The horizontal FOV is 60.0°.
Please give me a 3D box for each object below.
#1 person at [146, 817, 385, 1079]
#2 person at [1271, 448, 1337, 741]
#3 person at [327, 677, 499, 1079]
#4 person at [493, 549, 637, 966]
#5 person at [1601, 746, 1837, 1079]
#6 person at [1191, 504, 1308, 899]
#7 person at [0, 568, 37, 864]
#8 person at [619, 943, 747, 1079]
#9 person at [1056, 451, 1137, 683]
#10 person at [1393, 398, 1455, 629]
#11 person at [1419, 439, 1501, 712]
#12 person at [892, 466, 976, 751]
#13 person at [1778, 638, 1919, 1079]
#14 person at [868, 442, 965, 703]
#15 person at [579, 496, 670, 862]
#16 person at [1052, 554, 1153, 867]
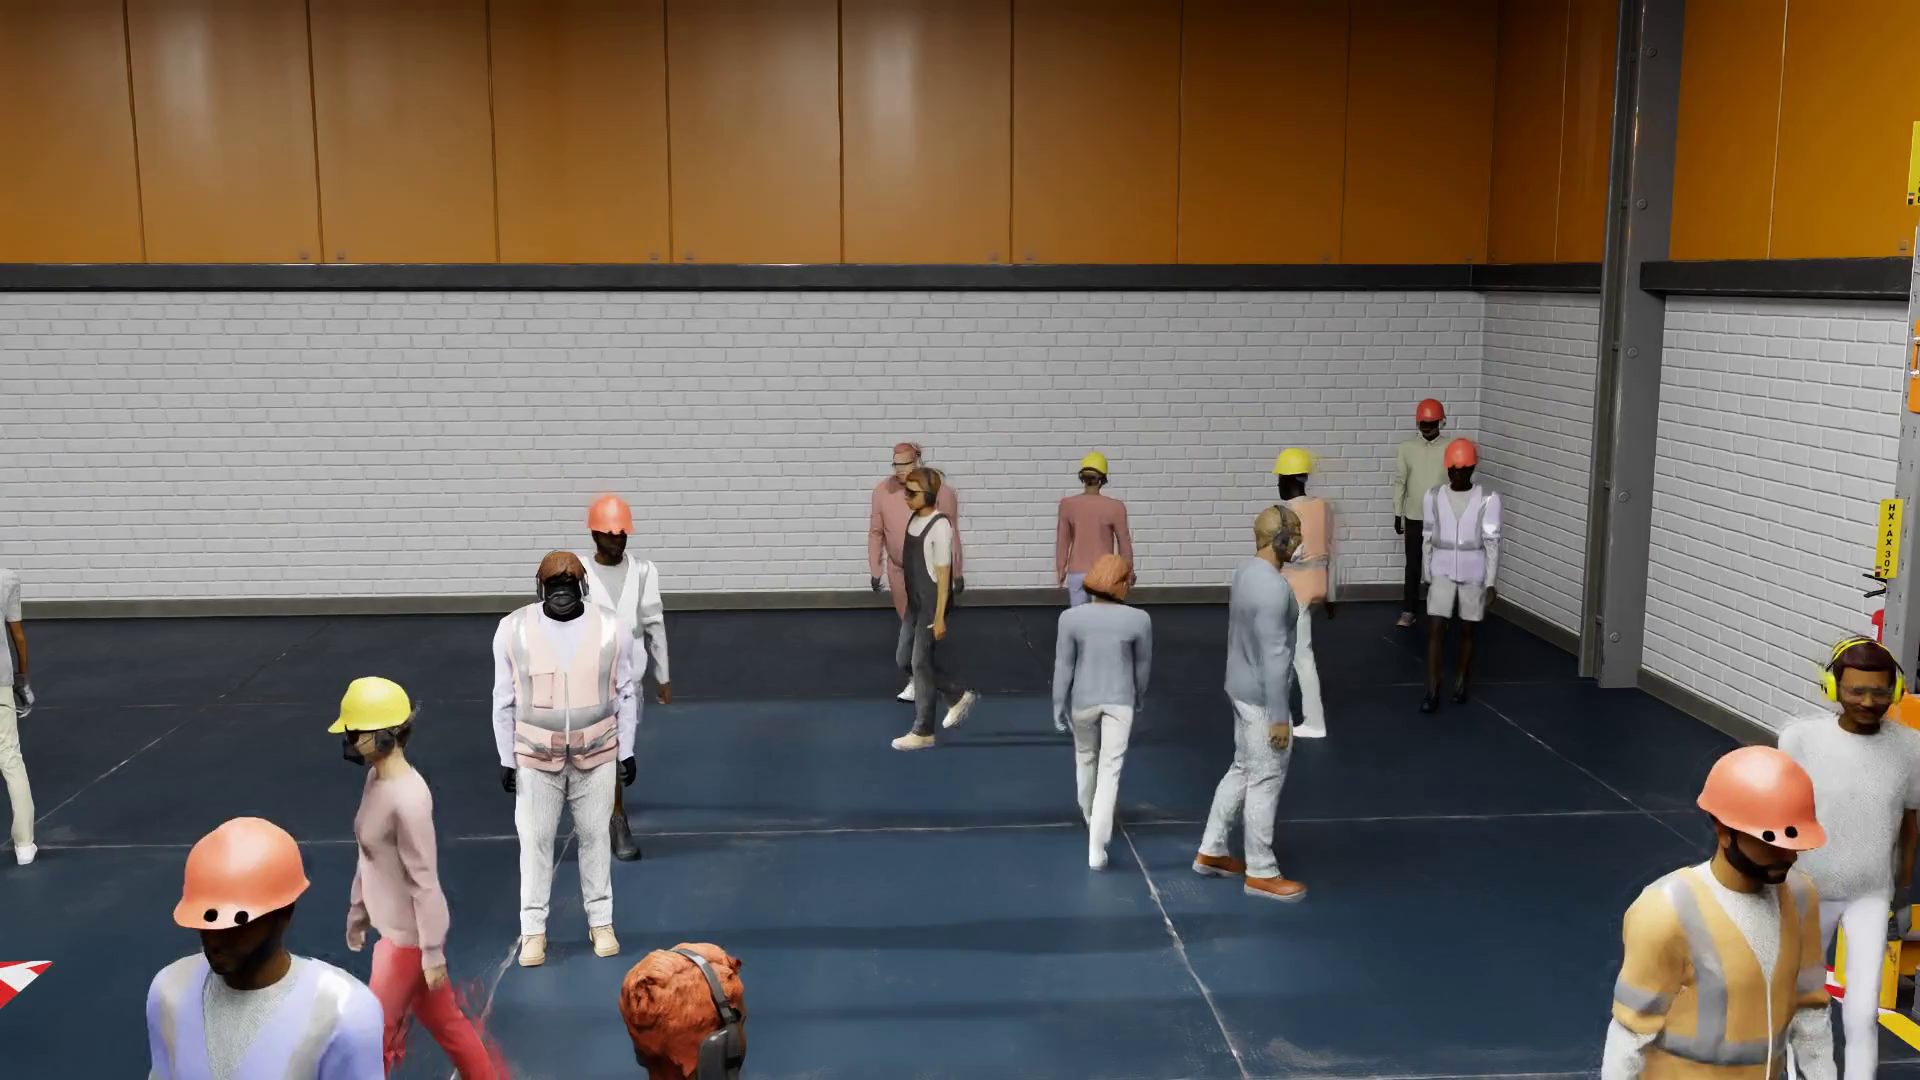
[{"bbox_3d":[-1.501,1.500,3.748,0.537,1.908,0.948,2,9,15],"label":"person"},{"bbox_3d":[2.153,0.340,11.009,0.610,1.892,0.852,-8,12,-40],"label":"person"},{"bbox_3d":[-1.914,1.299,5.565,0.834,1.721,0.535,-5,10,-27],"label":"person"},{"bbox_3d":[-1.739,0.951,7.367,0.622,1.845,0.430,-3,9,-16],"label":"person"},{"bbox_3d":[1.897,1.426,4.146,0.559,1.915,0.458,-5,10,-27],"label":"person"},{"bbox_3d":[1.431,0.792,8.142,0.526,1.921,0.666,0,9,-1],"label":"person"},{"bbox_3d":[-4.998,0.768,8.451,0.518,1.865,0.327,-8,12,-42],"label":"person"},{"bbox_3d":[-0.475,1.634,2.958,0.575,1.880,0.356,1,9,8],"label":"person"},{"bbox_3d":[0.982,0.232,12.146,0.546,1.760,0.374,5,10,27],"label":"person"},{"bbox_3d":[4.016,-0.222,14.278,0.619,1.989,0.401,5,10,28],"label":"person"},{"bbox_3d":[3.443,0.256,11.522,0.557,1.896,0.893,4,10,24],"label":"person"},{"bbox_3d":[-0.174,0.430,10.654,0.524,1.833,0.521,-4,10,-23],"label":"person"},{"bbox_3d":[3.083,1.211,5.829,0.490,1.822,0.995,3,10,19],"label":"person"},{"bbox_3d":[-0.308,0.191,12.131,0.695,1.854,0.996,3,9,17],"label":"person"},{"bbox_3d":[-1.878,0.681,8.952,0.562,1.893,1.001,-5,10,-29],"label":"person"},{"bbox_3d":[0.752,0.860,8.762,0.507,1.572,0.907,2,9,10],"label":"person"}]
